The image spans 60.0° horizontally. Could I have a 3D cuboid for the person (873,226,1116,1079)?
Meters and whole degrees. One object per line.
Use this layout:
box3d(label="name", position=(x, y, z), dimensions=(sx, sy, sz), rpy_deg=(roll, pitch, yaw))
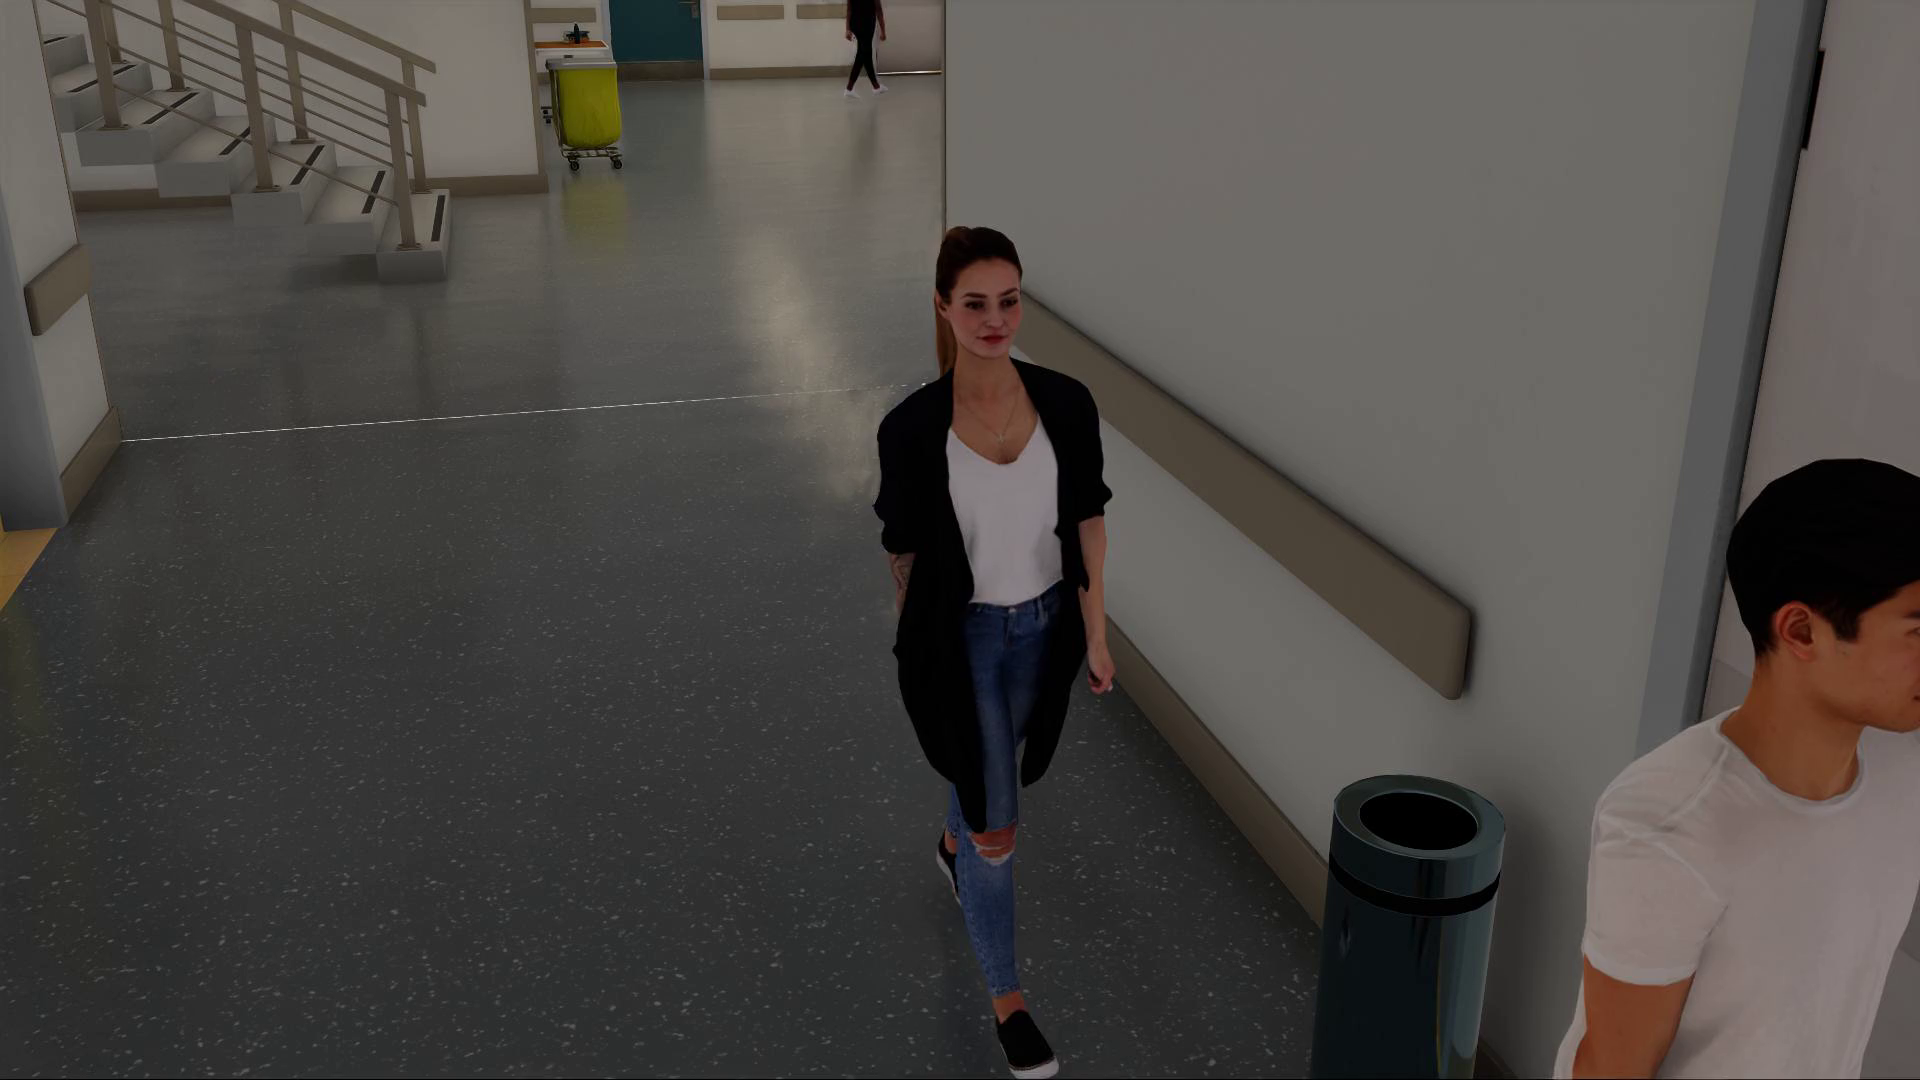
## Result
box3d(label="person", position=(0.046, 0.185, 3.499), dimensions=(1.082, 1.630, 0.723), rpy_deg=(-7, 22, -17))

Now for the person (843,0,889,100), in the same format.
box3d(label="person", position=(-1.228, -6.240, 20.389), dimensions=(1.126, 1.681, 1.242), rpy_deg=(14, 25, 32))

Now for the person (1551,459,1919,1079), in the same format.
box3d(label="person", position=(0.833, 0.710, 1.951), dimensions=(0.572, 1.714, 0.745), rpy_deg=(-11, 24, -27))
